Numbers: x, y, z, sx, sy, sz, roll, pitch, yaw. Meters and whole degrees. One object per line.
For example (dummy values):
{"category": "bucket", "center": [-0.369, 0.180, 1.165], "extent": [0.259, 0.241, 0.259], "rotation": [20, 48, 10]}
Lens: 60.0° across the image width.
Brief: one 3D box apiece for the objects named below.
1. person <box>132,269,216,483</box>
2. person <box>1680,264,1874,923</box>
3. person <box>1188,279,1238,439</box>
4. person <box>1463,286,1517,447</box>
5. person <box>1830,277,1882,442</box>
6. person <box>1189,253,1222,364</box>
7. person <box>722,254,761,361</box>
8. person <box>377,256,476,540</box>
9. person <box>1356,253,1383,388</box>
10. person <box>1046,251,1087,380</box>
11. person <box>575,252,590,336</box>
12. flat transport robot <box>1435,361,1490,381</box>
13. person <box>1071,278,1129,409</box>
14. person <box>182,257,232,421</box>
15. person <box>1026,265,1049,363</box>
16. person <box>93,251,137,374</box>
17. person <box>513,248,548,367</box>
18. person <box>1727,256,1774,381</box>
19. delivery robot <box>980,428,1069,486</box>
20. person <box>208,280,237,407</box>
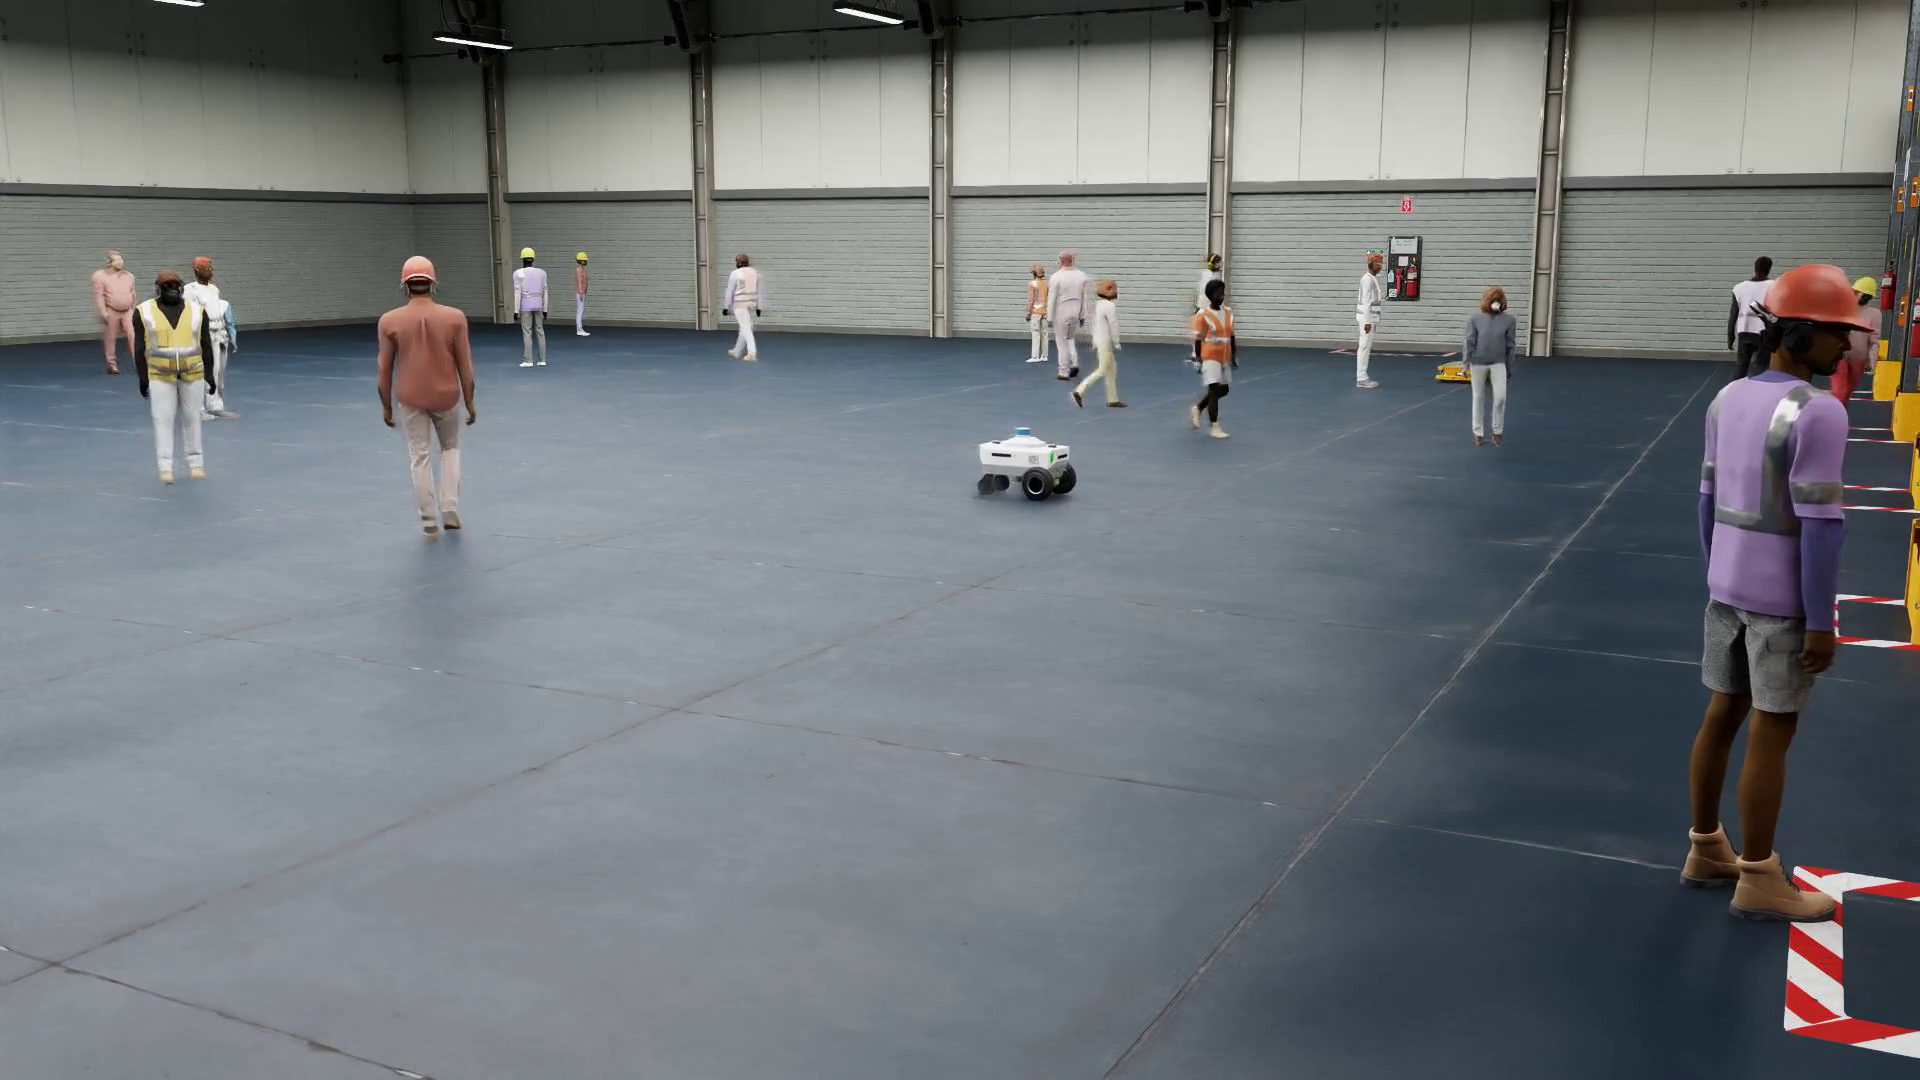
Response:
{"category": "person", "center": [-6.814, -1.424, 14.451], "extent": [0.624, 1.843, 0.429], "rotation": [-7, 12, -32]}
{"category": "person", "center": [2.563, 0.166, 5.233], "extent": [0.394, 2.040, 0.609], "rotation": [-1, 10, -6]}
{"category": "person", "center": [2.660, -1.926, 17.630], "extent": [0.540, 1.675, 0.657], "rotation": [-8, 13, -37]}
{"category": "person", "center": [5.342, -1.743, 16.809], "extent": [0.519, 1.618, 0.534], "rotation": [2, 11, 12]}
{"category": "person", "center": [9.284, -1.900, 17.421], "extent": [0.587, 1.701, 0.888], "rotation": [3, 11, 16]}
{"category": "person", "center": [4.096, -3.821, 27.542], "extent": [0.455, 1.829, 0.564], "rotation": [0, 10, -1]}
{"category": "person", "center": [-3.779, -3.984, 28.493], "extent": [0.922, 1.796, 0.638], "rotation": [9, 13, 39]}
{"category": "person", "center": [-3.766, -0.999, 11.744], "extent": [0.646, 1.976, 0.566], "rotation": [-4, 11, -19]}
{"category": "person", "center": [5.758, -3.087, 23.396], "extent": [0.357, 1.884, 0.574], "rotation": [4, 11, 19]}
{"category": "person", "center": [1.540, -3.301, 24.519], "extent": [0.670, 1.894, 0.432], "rotation": [-7, 12, -33]}
{"category": "person", "center": [-8.036, -5.234, 35.426], "extent": [0.325, 1.767, 0.533], "rotation": [-1, 10, -7]}
{"category": "flat transport robot", "center": [7.513, -2.500, 24.596], "extent": [0.652, 0.197, 1.431], "rotation": [5, 12, 27]}
{"category": "person", "center": [1.725, -2.404, 20.428], "extent": [0.714, 1.607, 0.497], "rotation": [-1, 10, -8]}
{"category": "person", "center": [-8.733, -2.328, 19.256], "extent": [0.337, 1.882, 0.581], "rotation": [2, 11, 11]}
{"category": "person", "center": [1.314, -3.791, 27.908], "extent": [0.307, 1.638, 0.511], "rotation": [10, 14, 43]}
{"category": "person", "center": [-12.827, -3.453, 25.412], "extent": [0.962, 1.868, 0.639], "rotation": [9, 14, 40]}
{"category": "person", "center": [-6.964, -3.759, 26.940], "extent": [0.595, 1.925, 0.373], "rotation": [-10, 14, -42]}
{"category": "person", "center": [9.625, -2.481, 20.118], "extent": [0.645, 1.875, 0.472], "rotation": [8, 13, 37]}
{"category": "delivery robot", "center": [0.522, -0.677, 13.625], "extent": [0.707, 0.478, 0.477], "rotation": [6, 12, 29]}
{"category": "person", "center": [-9.175, -2.400, 20.398], "extent": [0.510, 1.604, 0.830], "rotation": [-8, 13, -36]}
